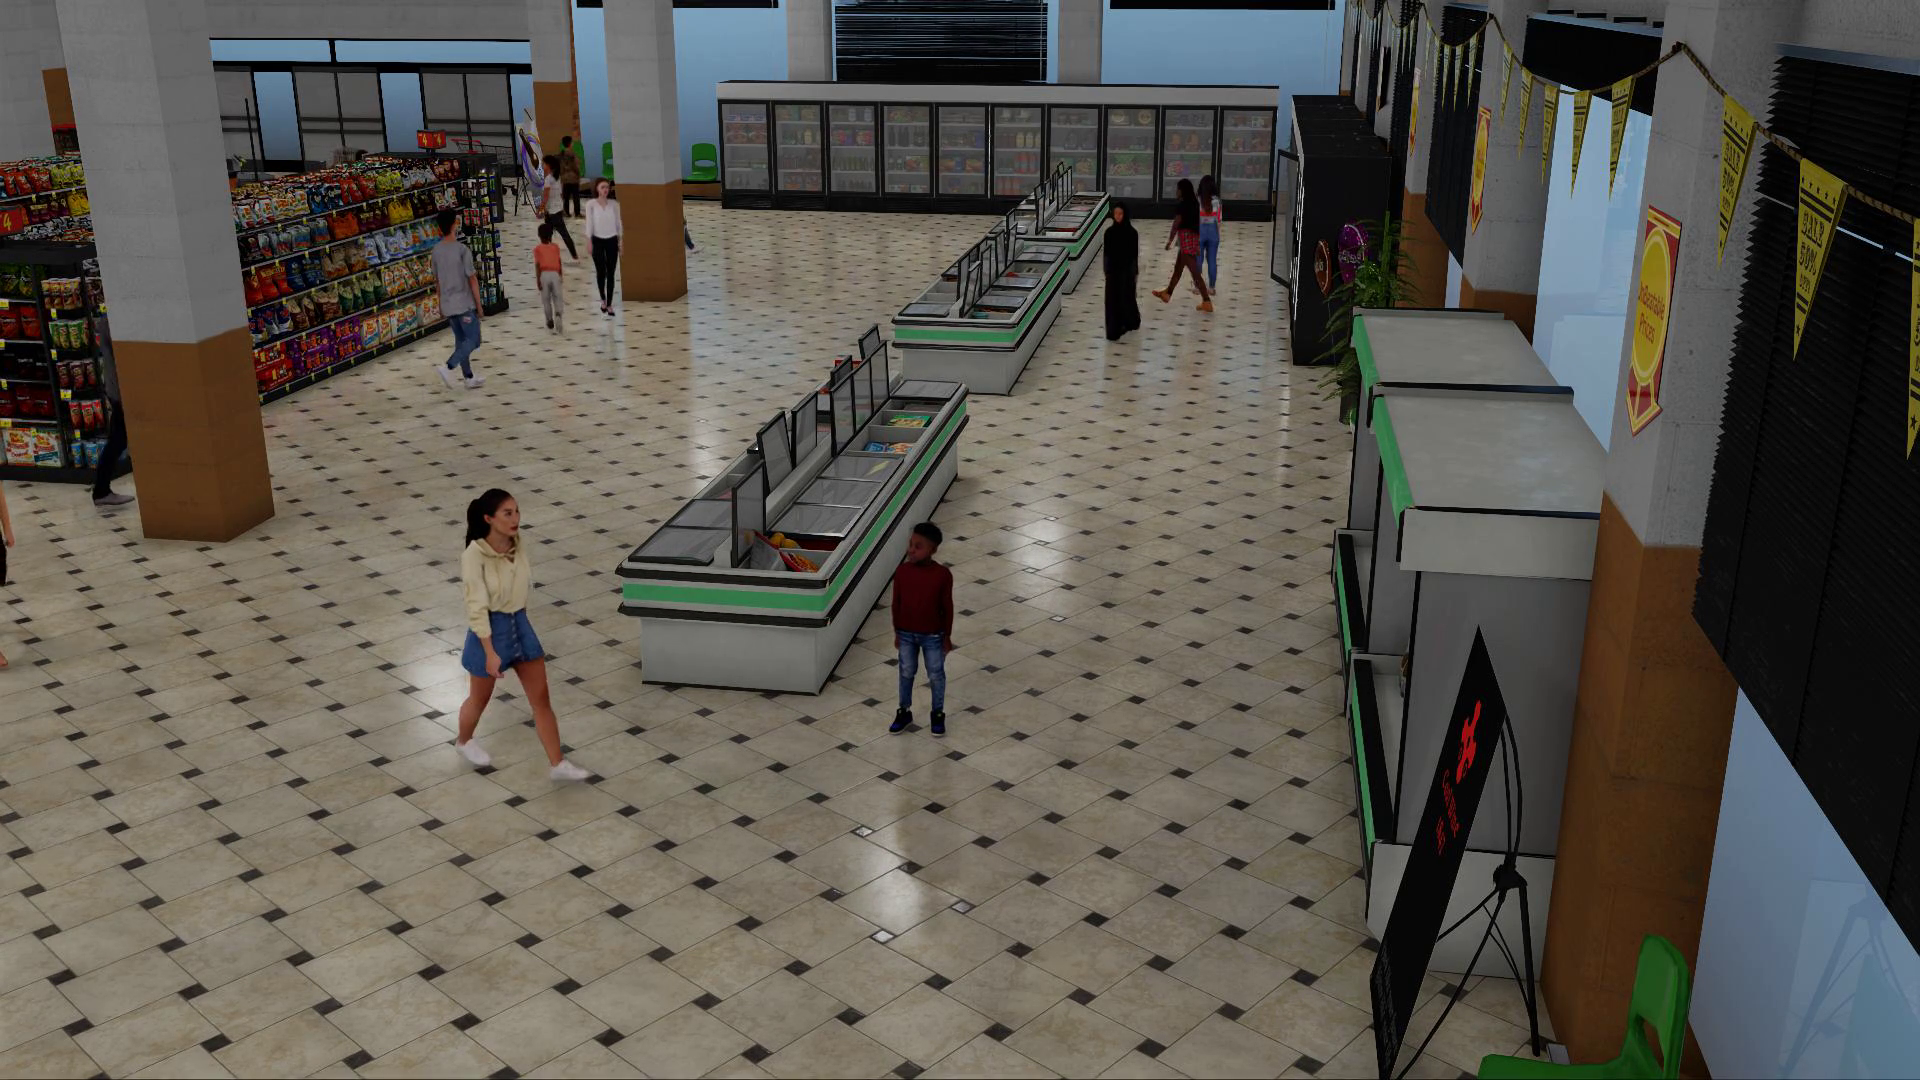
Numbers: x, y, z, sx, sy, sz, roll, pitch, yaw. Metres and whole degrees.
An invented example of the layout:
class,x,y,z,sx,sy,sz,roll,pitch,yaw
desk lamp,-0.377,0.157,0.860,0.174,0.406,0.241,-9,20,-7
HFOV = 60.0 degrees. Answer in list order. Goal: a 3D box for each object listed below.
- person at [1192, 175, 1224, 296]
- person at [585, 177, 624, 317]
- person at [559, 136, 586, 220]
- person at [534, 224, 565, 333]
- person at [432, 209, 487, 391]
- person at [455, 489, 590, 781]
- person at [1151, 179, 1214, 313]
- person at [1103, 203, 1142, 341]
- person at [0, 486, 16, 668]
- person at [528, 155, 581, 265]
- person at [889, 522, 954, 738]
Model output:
class,x,y,z,sx,sy,sz,roll,pitch,yaw
person,3.350,-4.160,22.655,0.619,1.614,0.560,0,19,1
person,-4.539,-3.721,21.141,0.727,1.748,0.769,-9,21,-26
person,-7.005,-6.507,29.865,0.600,1.454,0.581,5,19,15
person,-4.973,-3.173,20.228,0.701,1.295,0.871,-6,20,-17
person,-5.207,-2.428,17.113,0.868,1.873,1.099,9,21,25
person,-2.494,0.526,8.795,0.980,1.589,1.145,11,21,28
person,2.976,-3.708,21.242,1.041,1.660,1.221,15,24,38
person,1.948,-3.204,19.834,0.726,1.604,0.953,8,20,22
person,-6.231,-0.044,10.485,1.047,1.589,1.071,-14,23,-36
person,-5.957,-4.894,24.851,0.724,1.602,1.013,1,19,2
person,-0.213,0.491,9.423,0.512,1.254,0.490,4,19,12
